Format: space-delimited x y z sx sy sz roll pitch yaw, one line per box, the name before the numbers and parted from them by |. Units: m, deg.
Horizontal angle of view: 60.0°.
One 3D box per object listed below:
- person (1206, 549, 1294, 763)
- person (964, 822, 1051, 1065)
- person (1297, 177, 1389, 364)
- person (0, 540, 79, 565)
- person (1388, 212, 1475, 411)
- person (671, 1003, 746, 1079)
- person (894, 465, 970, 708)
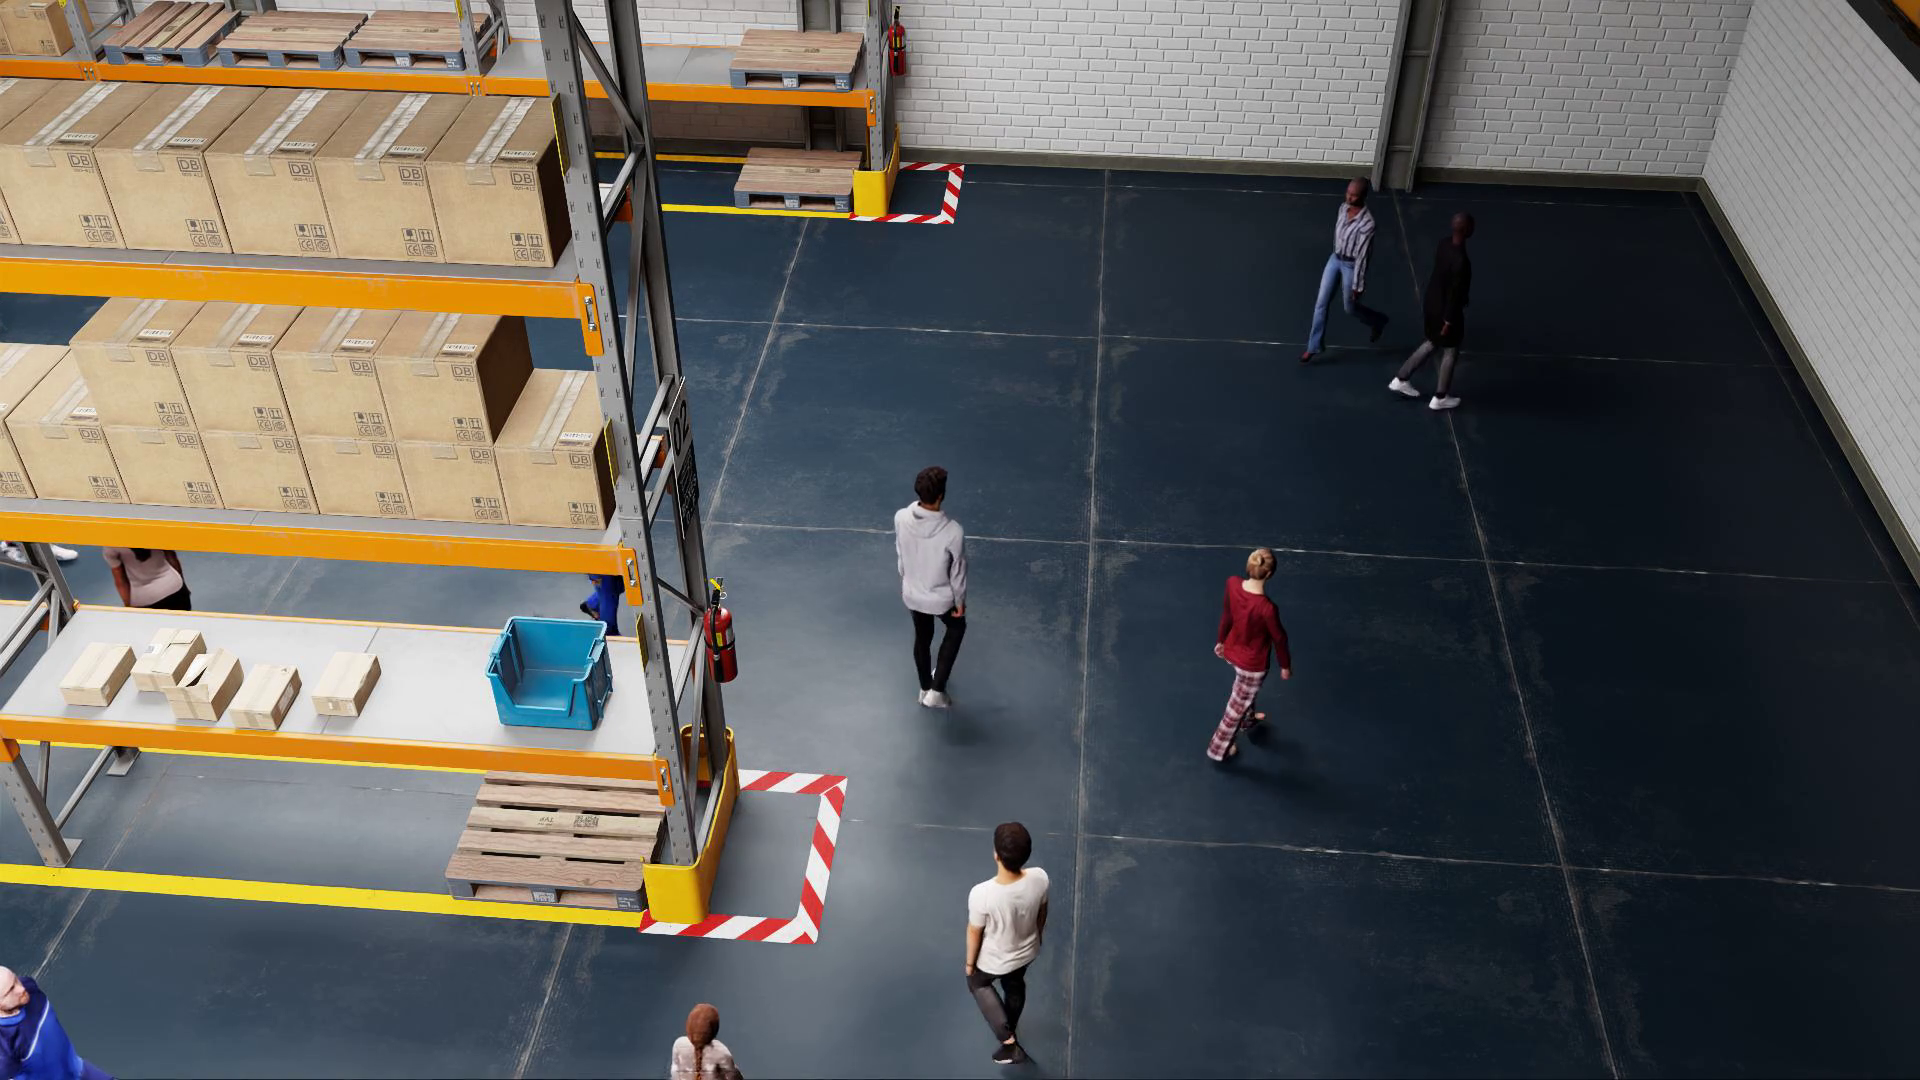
person | 1.761 0.763 10.525 0.936 1.683 0.851 -20 43 -23
person | 0.267 2.183 8.727 0.811 1.707 0.867 -18 42 -21
person | 3.412 -2.310 14.313 1.187 1.758 1.012 -16 41 -20
person | -6.976 -0.487 12.086 0.774 1.688 0.621 0 39 0
person | 3.938 -1.907 13.822 0.933 1.740 0.781 -2 39 -3
person | -1.298 2.817 8.366 0.775 1.166 0.656 10 40 12
person | -0.225 0.384 10.812 0.788 1.917 0.852 14 41 17
